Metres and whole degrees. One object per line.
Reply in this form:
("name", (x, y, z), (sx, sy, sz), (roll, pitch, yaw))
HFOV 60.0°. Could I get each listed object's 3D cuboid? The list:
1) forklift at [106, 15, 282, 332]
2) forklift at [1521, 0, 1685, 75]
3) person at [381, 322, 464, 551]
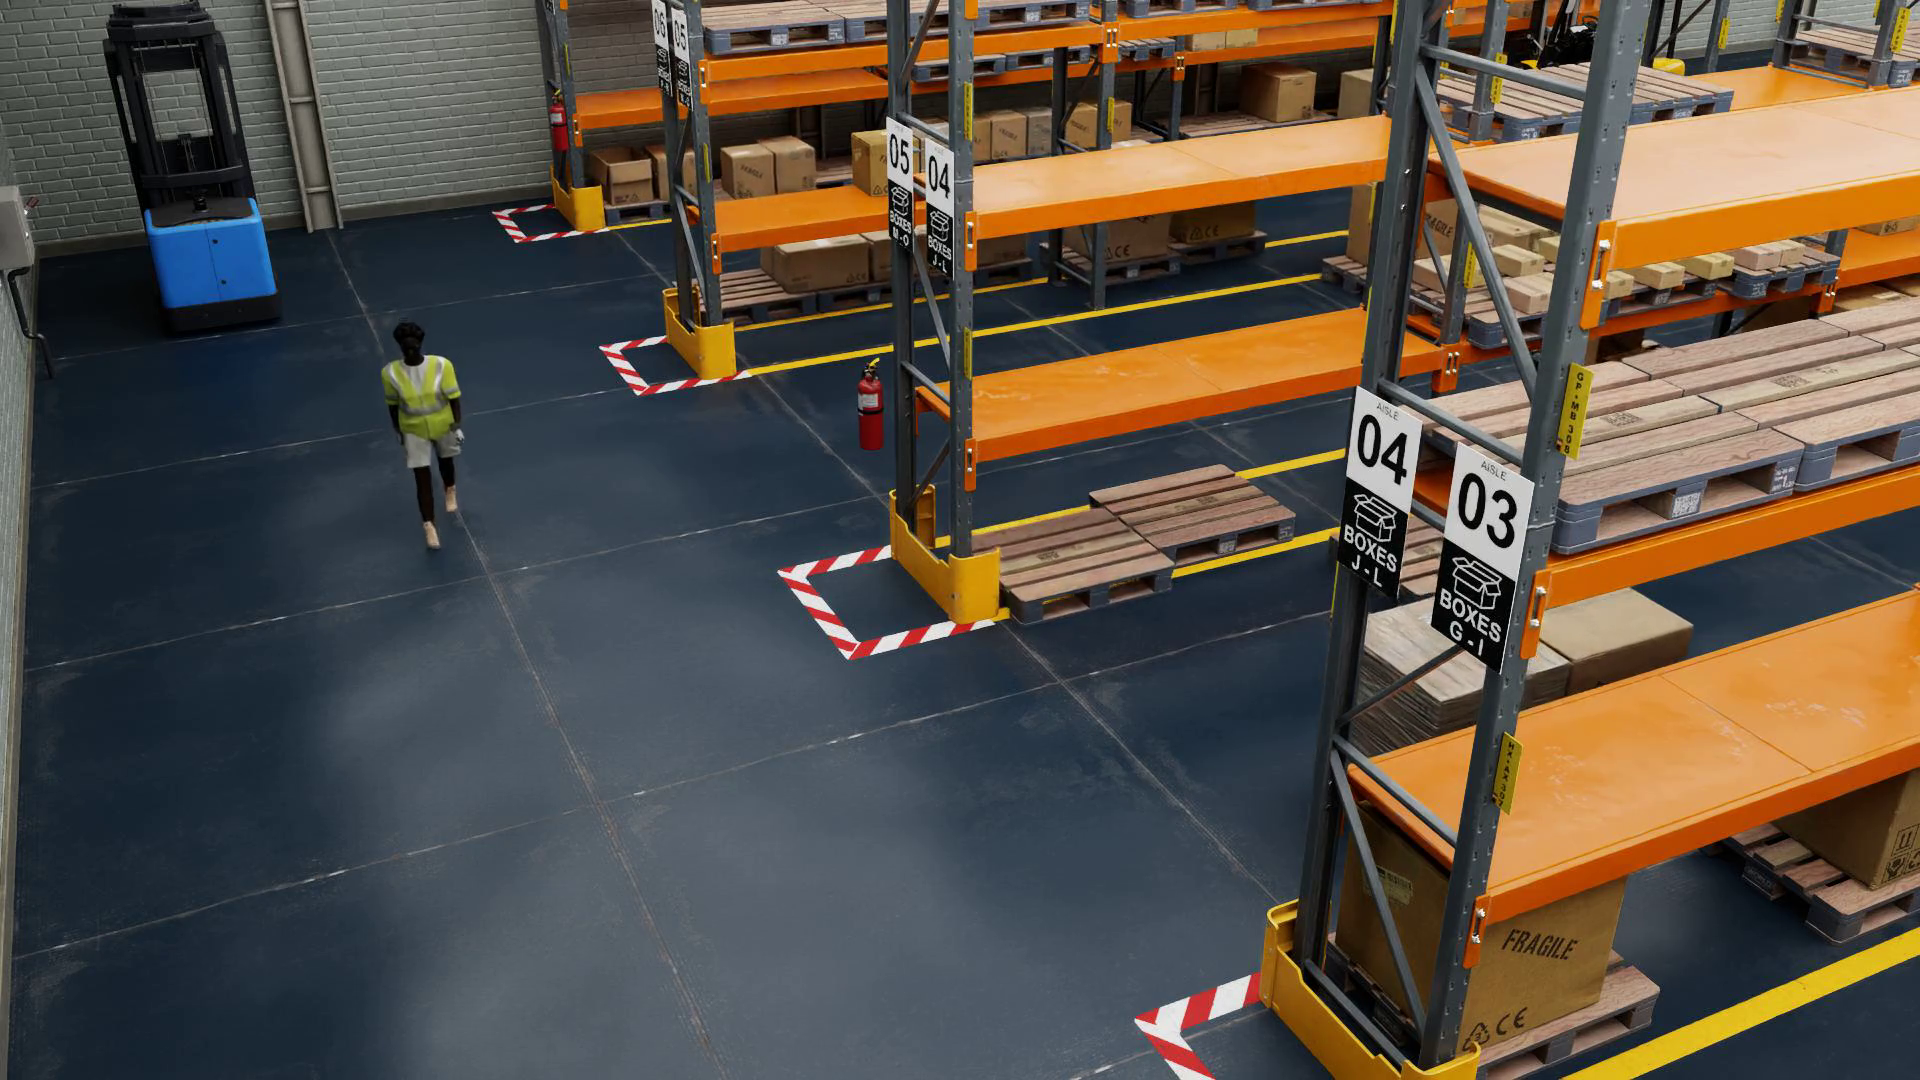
("forklift", (-7.548, -3.672, 16.323), (1.129, 2.768, 1.873), (-12, 30, -22))
("forklift", (8.950, -6.807, 23.056), (1.214, 2.155, 2.313), (-12, 30, -22))
("person", (-3.900, -0.828, 12.187), (0.536, 1.647, 0.907), (-8, 29, -15))
